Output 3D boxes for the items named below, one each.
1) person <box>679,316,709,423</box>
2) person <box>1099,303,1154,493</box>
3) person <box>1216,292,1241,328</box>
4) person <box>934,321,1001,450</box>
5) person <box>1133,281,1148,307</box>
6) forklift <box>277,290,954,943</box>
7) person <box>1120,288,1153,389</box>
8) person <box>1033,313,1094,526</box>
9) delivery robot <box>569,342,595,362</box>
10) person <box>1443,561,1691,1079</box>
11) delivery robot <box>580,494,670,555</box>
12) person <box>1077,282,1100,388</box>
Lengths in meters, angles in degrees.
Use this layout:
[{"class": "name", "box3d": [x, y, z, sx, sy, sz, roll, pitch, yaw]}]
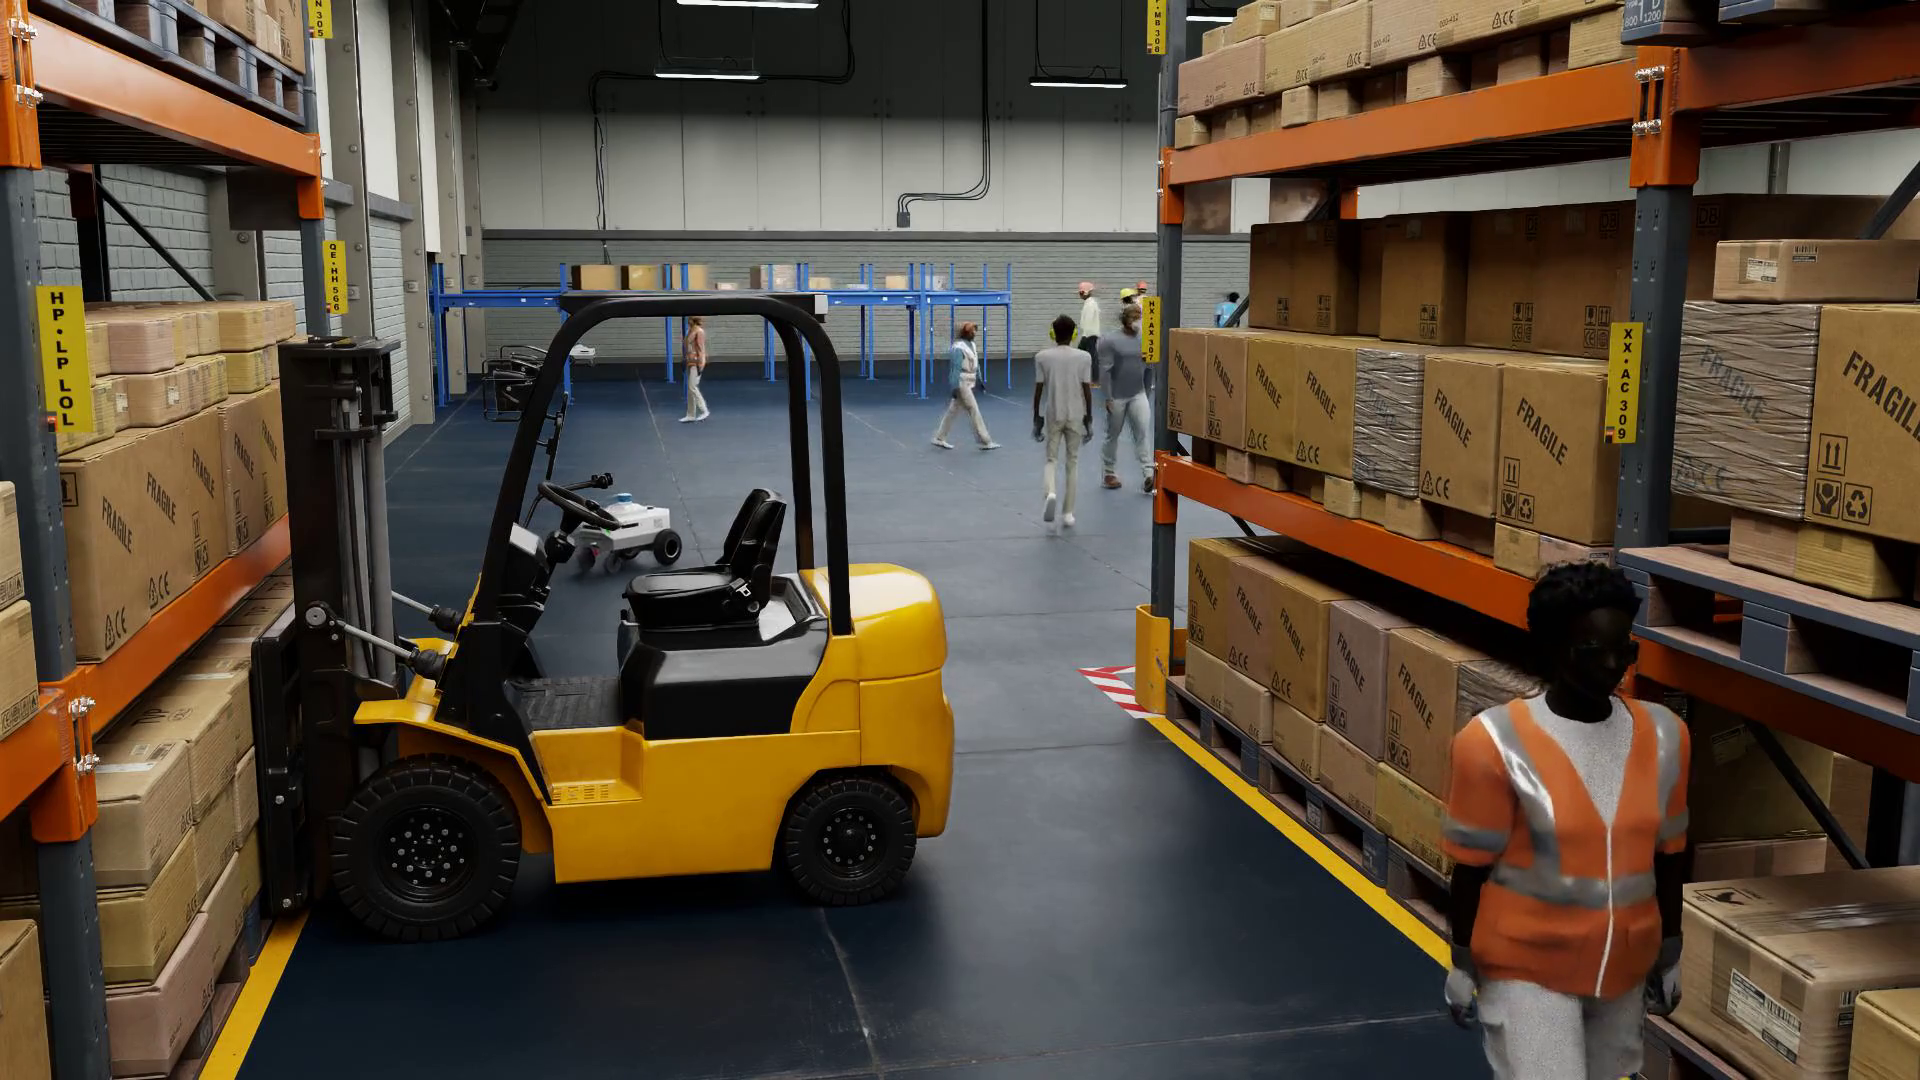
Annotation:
[{"class": "person", "box3d": [-3.887, -2.521, 24.154, 0.383, 1.635, 0.538, -5, 10, -26]}, {"class": "person", "box3d": [1.694, -1.425, 16.709, 0.643, 1.885, 1.004, -3, 10, -17]}, {"class": "person", "box3d": [6.319, -5.040, 39.430, 0.656, 1.661, 0.317, 1, 9, 6]}, {"class": "person", "box3d": [0.062, -1.897, 20.476, 0.884, 1.583, 0.503, 2, 10, 14]}, {"class": "person", "box3d": [4.032, -4.780, 36.994, 0.553, 1.935, 0.364, -4, 10, -25]}, {"class": "forklift", "box3d": [-1.179, 0.175, 6.143, 2.313, 2.155, 1.214, -2, 10, -12]}, {"class": "person", "box3d": [3.147, -3.709, 30.682, 0.998, 1.860, 0.614, 6, 11, 30]}, {"class": "person", "box3d": [0.902, -1.033, 14.423, 0.527, 1.854, 0.526, 1, 9, 8]}, {"class": "delivery robot", "box3d": [-8.711, -4.290, 38.060, 0.707, 0.478, 0.477, -2, 10, -12]}, {"class": "person", "box3d": [1.240, 0.849, 3.508, 0.537, 1.673, 0.758, -2, 9, -11]}, {"class": "delivery robot", "box3d": [-2.526, -0.107, 12.549, 0.477, 0.478, 0.707, 6, 11, 33]}, {"class": "person", "box3d": [2.311, -3.822, 31.031, 0.662, 1.968, 0.640, -1, 9, -7]}]
